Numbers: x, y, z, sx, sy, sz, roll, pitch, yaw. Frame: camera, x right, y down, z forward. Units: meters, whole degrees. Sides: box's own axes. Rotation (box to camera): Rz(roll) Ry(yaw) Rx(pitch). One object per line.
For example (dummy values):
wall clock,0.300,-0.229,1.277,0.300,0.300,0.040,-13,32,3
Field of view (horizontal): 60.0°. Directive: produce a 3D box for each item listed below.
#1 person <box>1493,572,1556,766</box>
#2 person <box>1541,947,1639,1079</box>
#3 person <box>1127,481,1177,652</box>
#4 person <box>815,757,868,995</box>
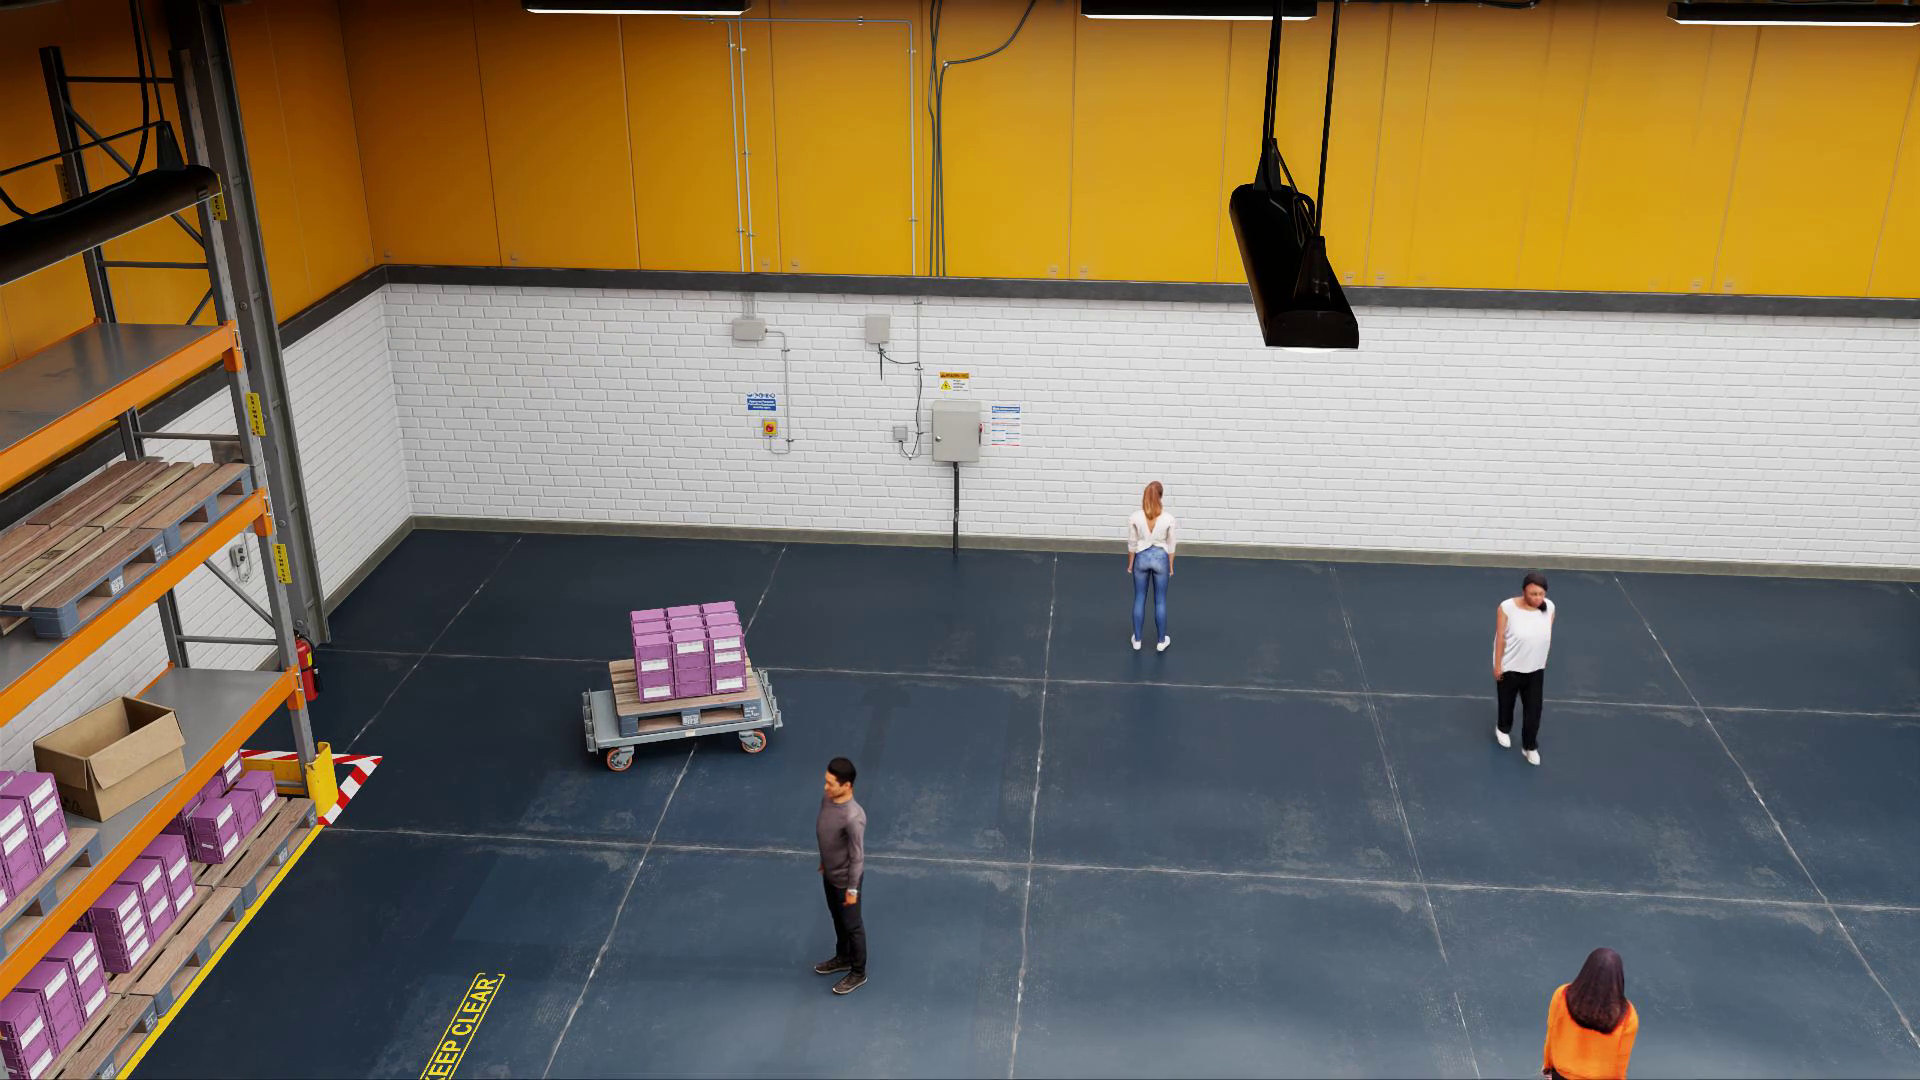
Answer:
person,4.777,1.014,14.205,0.697,1.663,0.878,0,24,0
person,3.515,3.070,9.415,0.880,1.733,1.061,14,27,29
person,1.826,0.245,15.895,0.629,1.719,0.553,5,24,11
person,-0.783,2.249,11.253,0.775,1.766,0.668,7,25,16
